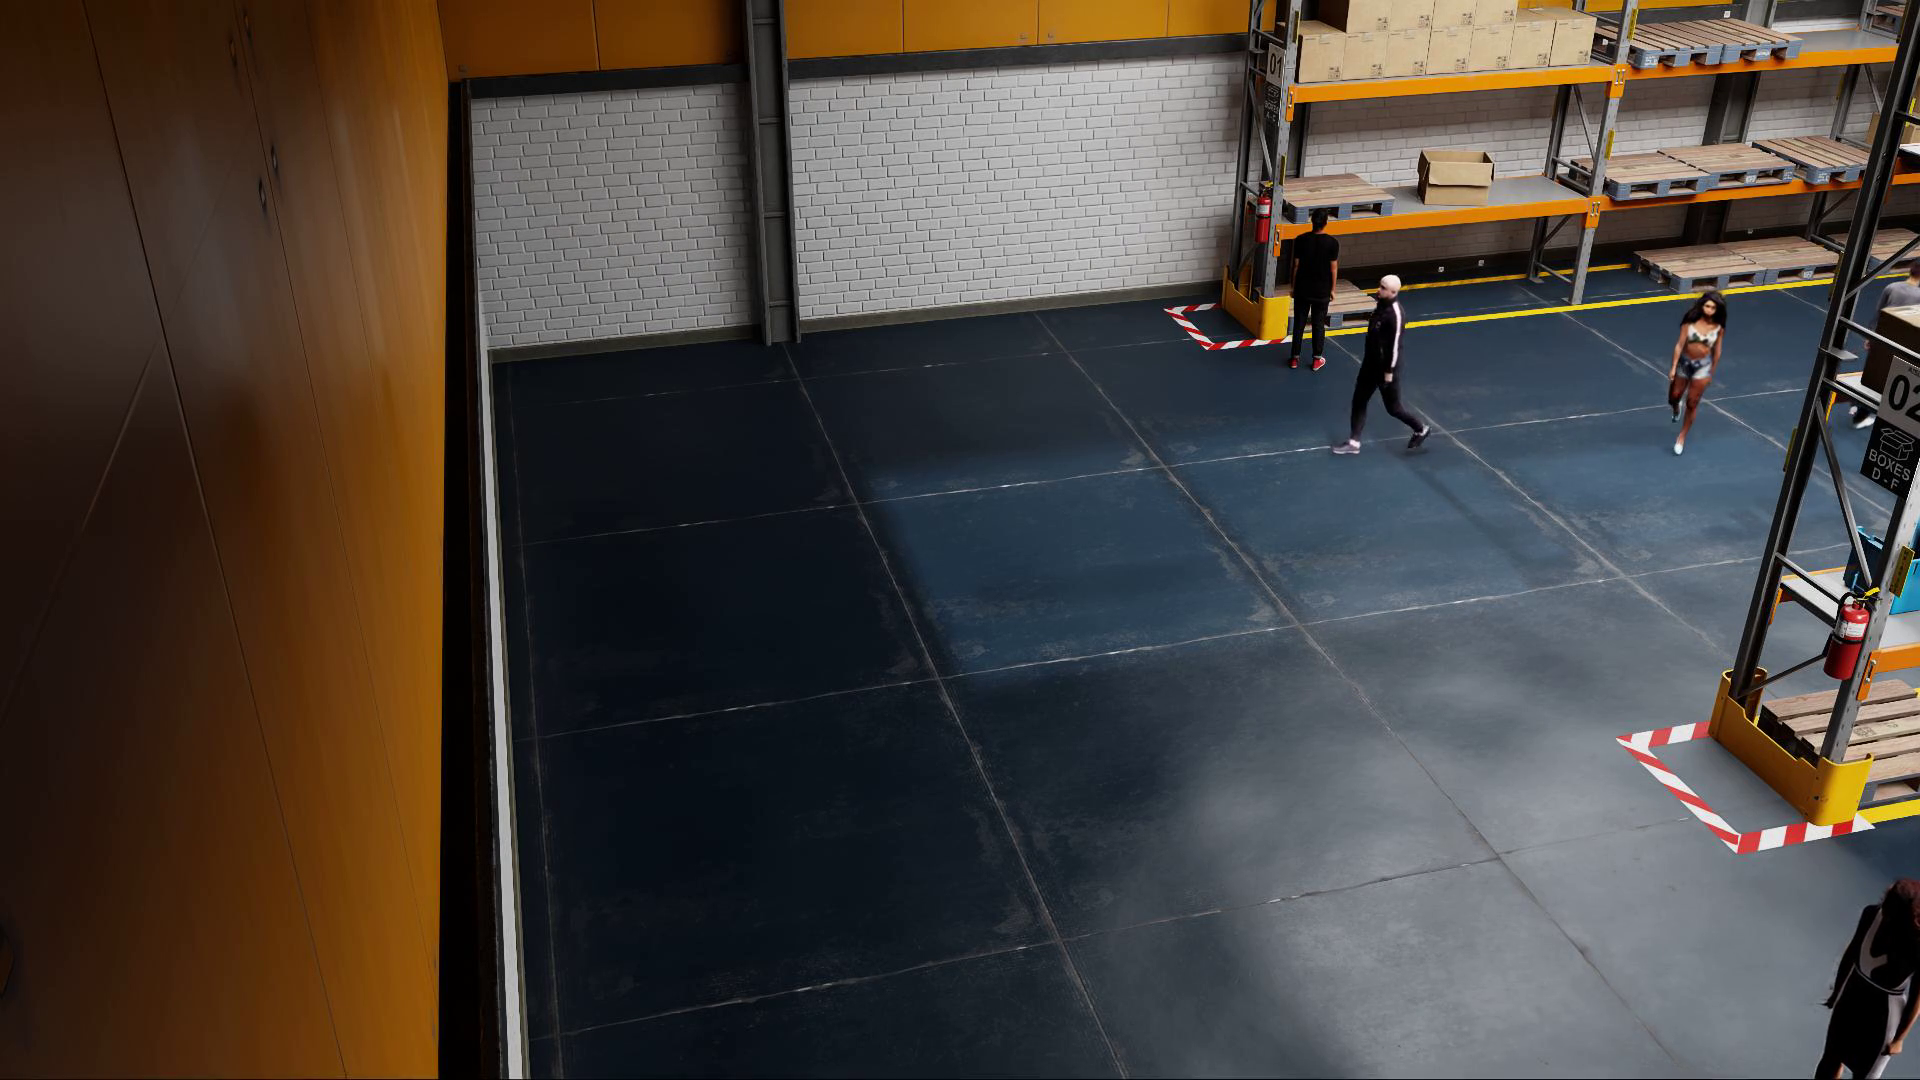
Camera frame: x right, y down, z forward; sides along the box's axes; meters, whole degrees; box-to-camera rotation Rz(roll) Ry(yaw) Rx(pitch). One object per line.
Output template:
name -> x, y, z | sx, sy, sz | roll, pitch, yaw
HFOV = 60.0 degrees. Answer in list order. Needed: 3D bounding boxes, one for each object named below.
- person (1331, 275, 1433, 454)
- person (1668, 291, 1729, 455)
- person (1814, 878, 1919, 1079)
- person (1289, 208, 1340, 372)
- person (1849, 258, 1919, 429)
person -> 4.092, -1.618, 15.699 | 1.200, 1.802, 0.734 | -5, 29, -9
person -> 7.021, -1.640, 15.938 | 0.858, 1.611, 0.895 | 13, 31, 22
person -> 4.558, 2.395, 8.347 | 0.525, 1.796, 0.598 | -11, 30, -19
person -> 3.744, -2.670, 17.674 | 0.673, 1.757, 0.777 | 9, 30, 16
person -> 9.042, -1.878, 16.236 | 0.698, 1.743, 0.683 | -16, 32, -27
